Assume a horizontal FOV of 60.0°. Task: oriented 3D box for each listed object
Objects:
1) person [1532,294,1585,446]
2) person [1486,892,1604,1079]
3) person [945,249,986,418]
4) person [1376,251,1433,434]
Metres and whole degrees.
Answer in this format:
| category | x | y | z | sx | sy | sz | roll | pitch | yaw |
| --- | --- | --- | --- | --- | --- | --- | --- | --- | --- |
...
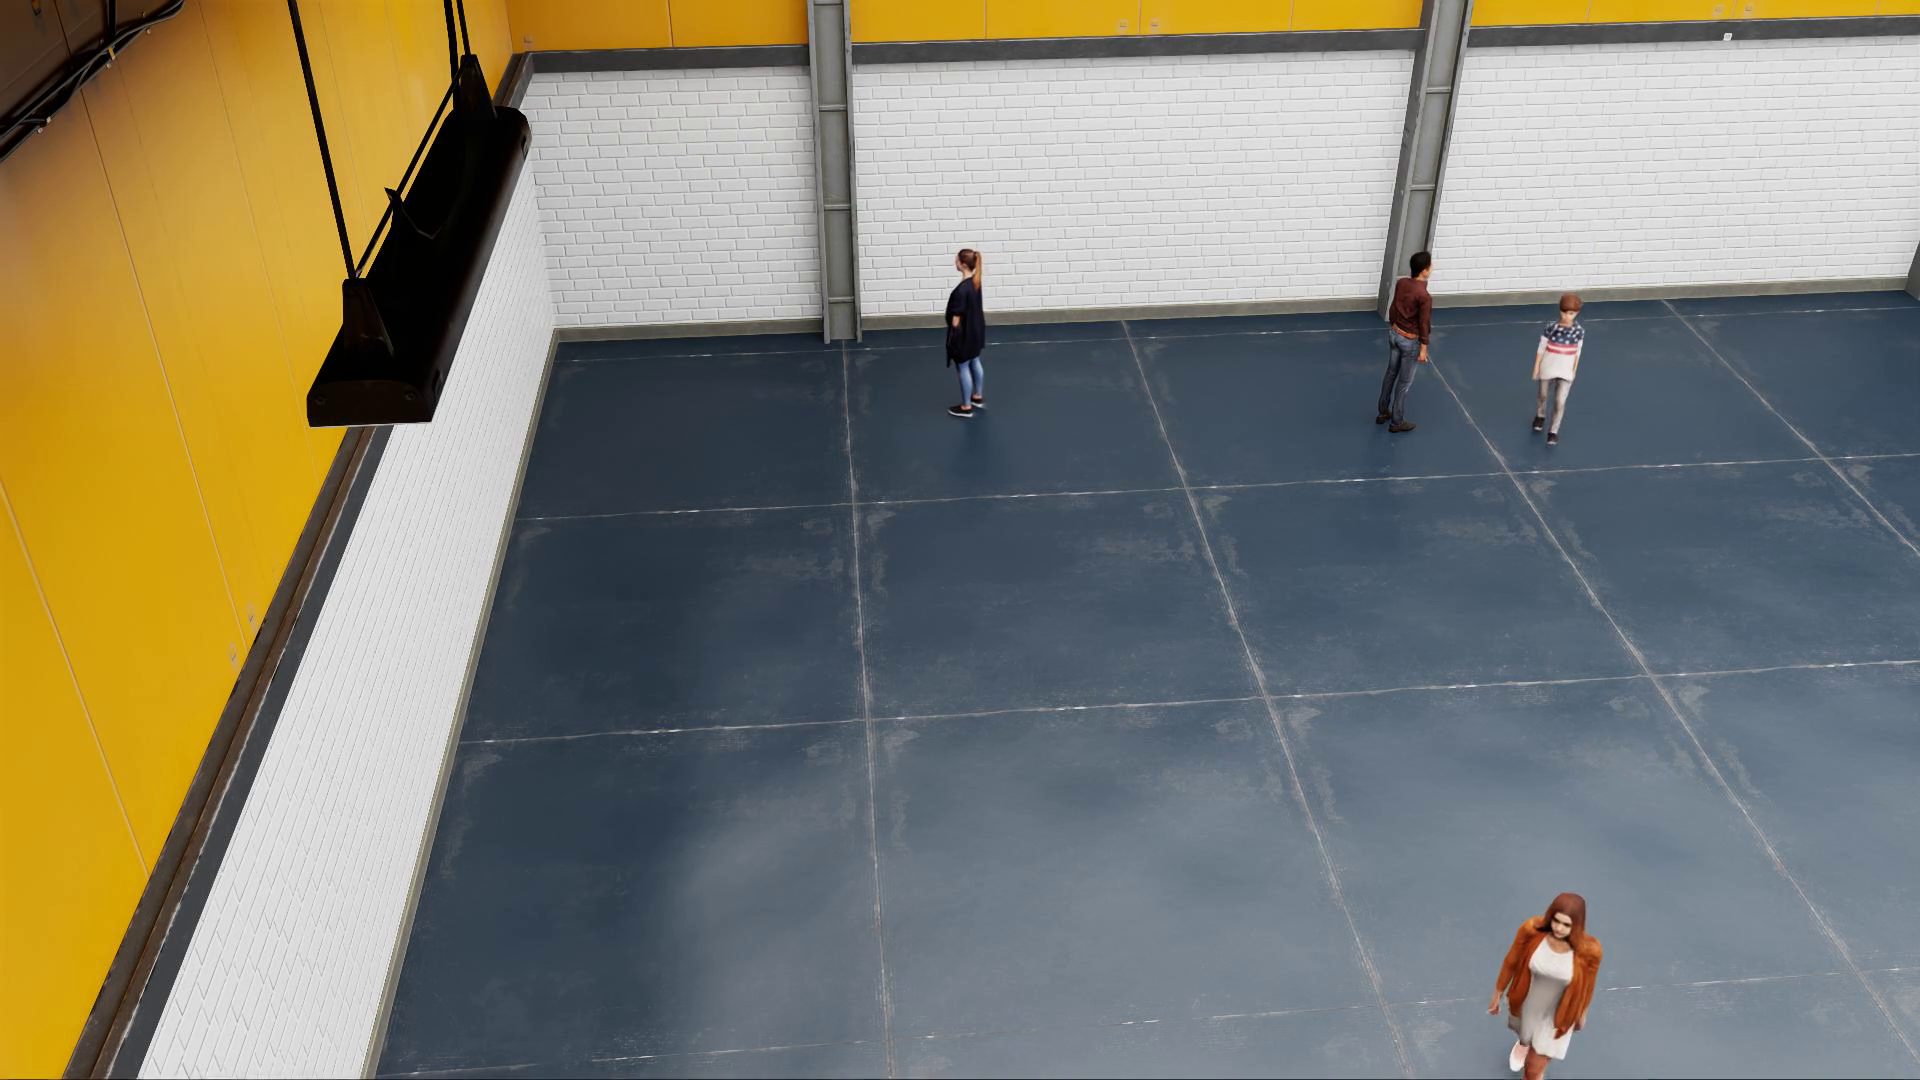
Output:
| category | x | y | z | sx | sy | sz | roll | pitch | yaw |
| --- | --- | --- | --- | --- | --- | --- | --- | --- | --- |
| person | 5.562 | -1.646 | 15.498 | 0.875 | 1.414 | 0.812 | 11 | 35 | 16 |
| person | 3.183 | 2.474 | 9.058 | 1.145 | 1.682 | 1.113 | 19 | 38 | 26 |
| person | 0.085 | -1.970 | 15.743 | 0.736 | 1.683 | 0.720 | 16 | 37 | 22 |
| person | 4.148 | -1.856 | 15.485 | 0.643 | 1.779 | 0.713 | -15 | 36 | -21 |
